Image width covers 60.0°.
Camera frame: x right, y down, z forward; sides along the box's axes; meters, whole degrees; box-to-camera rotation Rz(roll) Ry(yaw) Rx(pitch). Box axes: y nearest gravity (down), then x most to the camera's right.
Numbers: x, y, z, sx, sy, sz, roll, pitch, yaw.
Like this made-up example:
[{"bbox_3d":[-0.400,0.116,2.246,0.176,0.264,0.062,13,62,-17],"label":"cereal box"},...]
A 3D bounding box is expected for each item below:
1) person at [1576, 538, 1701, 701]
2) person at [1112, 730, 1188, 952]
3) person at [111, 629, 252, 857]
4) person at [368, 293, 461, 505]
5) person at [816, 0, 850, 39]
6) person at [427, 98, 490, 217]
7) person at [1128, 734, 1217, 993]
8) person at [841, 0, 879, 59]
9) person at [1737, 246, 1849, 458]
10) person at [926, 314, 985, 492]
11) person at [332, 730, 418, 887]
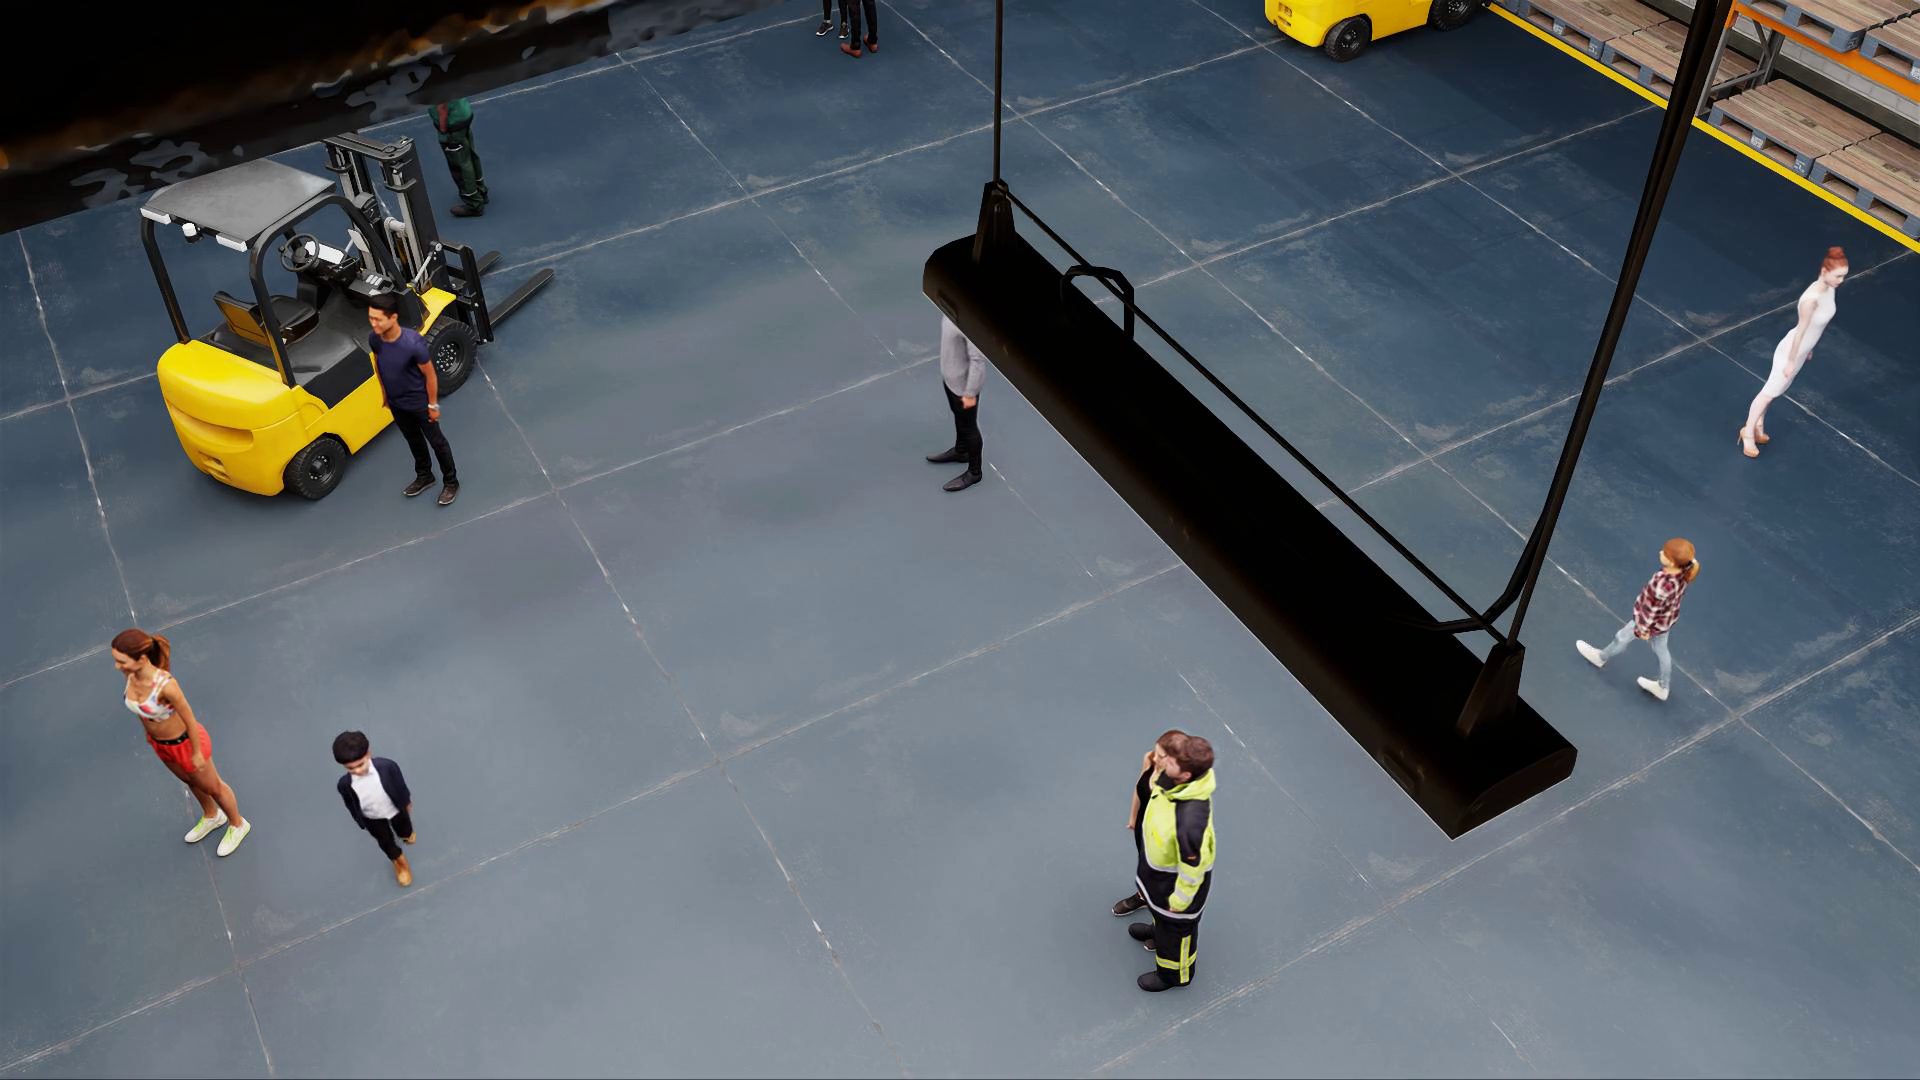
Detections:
[{"bbox_3d":[4.520,0.521,10.664,0.631,1.273,0.920,-30,51,-28],"label":"person"},{"bbox_3d":[1.125,1.627,9.176,0.645,1.725,0.460,-25,49,-24],"label":"person"},{"bbox_3d":[-4.519,1.156,9.623,0.653,1.792,0.741,20,47,20],"label":"person"},{"bbox_3d":[-3.926,-1.028,11.915,0.684,1.791,0.769,14,45,15],"label":"person"},{"bbox_3d":[-1.329,-6.055,17.299,0.625,1.643,0.691,12,45,12],"label":"person"},{"bbox_3d":[-4.496,-3.723,14.710,0.838,1.838,0.737,3,44,3],"label":"person"},{"bbox_3d":[1.163,1.717,8.897,0.931,1.981,0.784,-1,44,-2],"label":"person"},{"bbox_3d":[-1.040,-5.844,16.904,0.721,1.883,0.574,-27,50,-25],"label":"person"},{"bbox_3d":[6.148,-1.388,12.287,0.580,1.799,0.628,32,52,29],"label":"person"},{"bbox_3d":[0.025,-1.206,12.008,0.851,1.922,0.628,-13,45,-13],"label":"person"},{"bbox_3d":[-3.389,1.497,9.682,0.540,1.216,0.669,-18,47,-18],"label":"person"}]
